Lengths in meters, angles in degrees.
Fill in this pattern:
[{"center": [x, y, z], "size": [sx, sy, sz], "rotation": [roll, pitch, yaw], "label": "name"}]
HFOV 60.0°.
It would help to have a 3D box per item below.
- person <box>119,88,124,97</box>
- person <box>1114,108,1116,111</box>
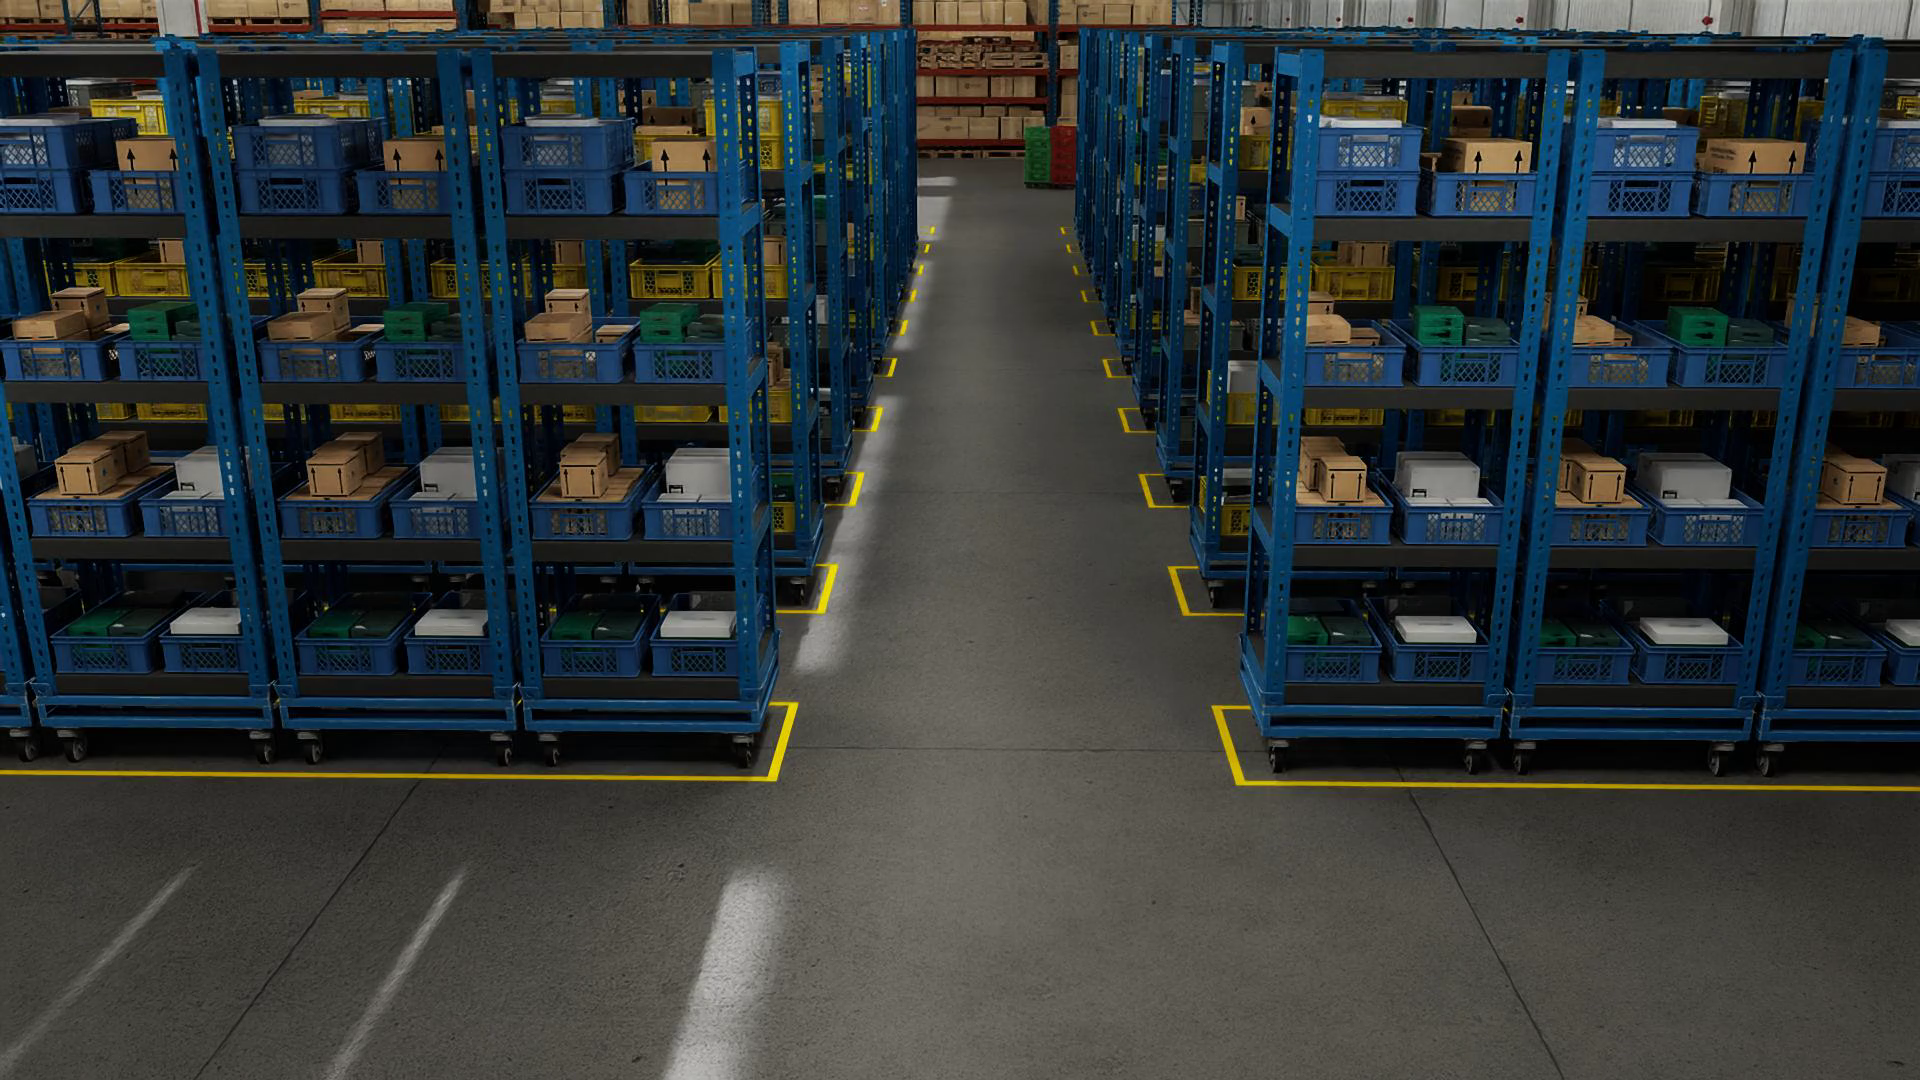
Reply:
[{"center": [-26.781, -13.765, 53.242], "size": [0.622, 1.820, 0.761], "rotation": [2, 18, 6], "label": "person"}, {"center": [4.157, -11.137, 44.965], "size": [0.311, 1.768, 0.533], "rotation": [1, 17, 3], "label": "person"}]
